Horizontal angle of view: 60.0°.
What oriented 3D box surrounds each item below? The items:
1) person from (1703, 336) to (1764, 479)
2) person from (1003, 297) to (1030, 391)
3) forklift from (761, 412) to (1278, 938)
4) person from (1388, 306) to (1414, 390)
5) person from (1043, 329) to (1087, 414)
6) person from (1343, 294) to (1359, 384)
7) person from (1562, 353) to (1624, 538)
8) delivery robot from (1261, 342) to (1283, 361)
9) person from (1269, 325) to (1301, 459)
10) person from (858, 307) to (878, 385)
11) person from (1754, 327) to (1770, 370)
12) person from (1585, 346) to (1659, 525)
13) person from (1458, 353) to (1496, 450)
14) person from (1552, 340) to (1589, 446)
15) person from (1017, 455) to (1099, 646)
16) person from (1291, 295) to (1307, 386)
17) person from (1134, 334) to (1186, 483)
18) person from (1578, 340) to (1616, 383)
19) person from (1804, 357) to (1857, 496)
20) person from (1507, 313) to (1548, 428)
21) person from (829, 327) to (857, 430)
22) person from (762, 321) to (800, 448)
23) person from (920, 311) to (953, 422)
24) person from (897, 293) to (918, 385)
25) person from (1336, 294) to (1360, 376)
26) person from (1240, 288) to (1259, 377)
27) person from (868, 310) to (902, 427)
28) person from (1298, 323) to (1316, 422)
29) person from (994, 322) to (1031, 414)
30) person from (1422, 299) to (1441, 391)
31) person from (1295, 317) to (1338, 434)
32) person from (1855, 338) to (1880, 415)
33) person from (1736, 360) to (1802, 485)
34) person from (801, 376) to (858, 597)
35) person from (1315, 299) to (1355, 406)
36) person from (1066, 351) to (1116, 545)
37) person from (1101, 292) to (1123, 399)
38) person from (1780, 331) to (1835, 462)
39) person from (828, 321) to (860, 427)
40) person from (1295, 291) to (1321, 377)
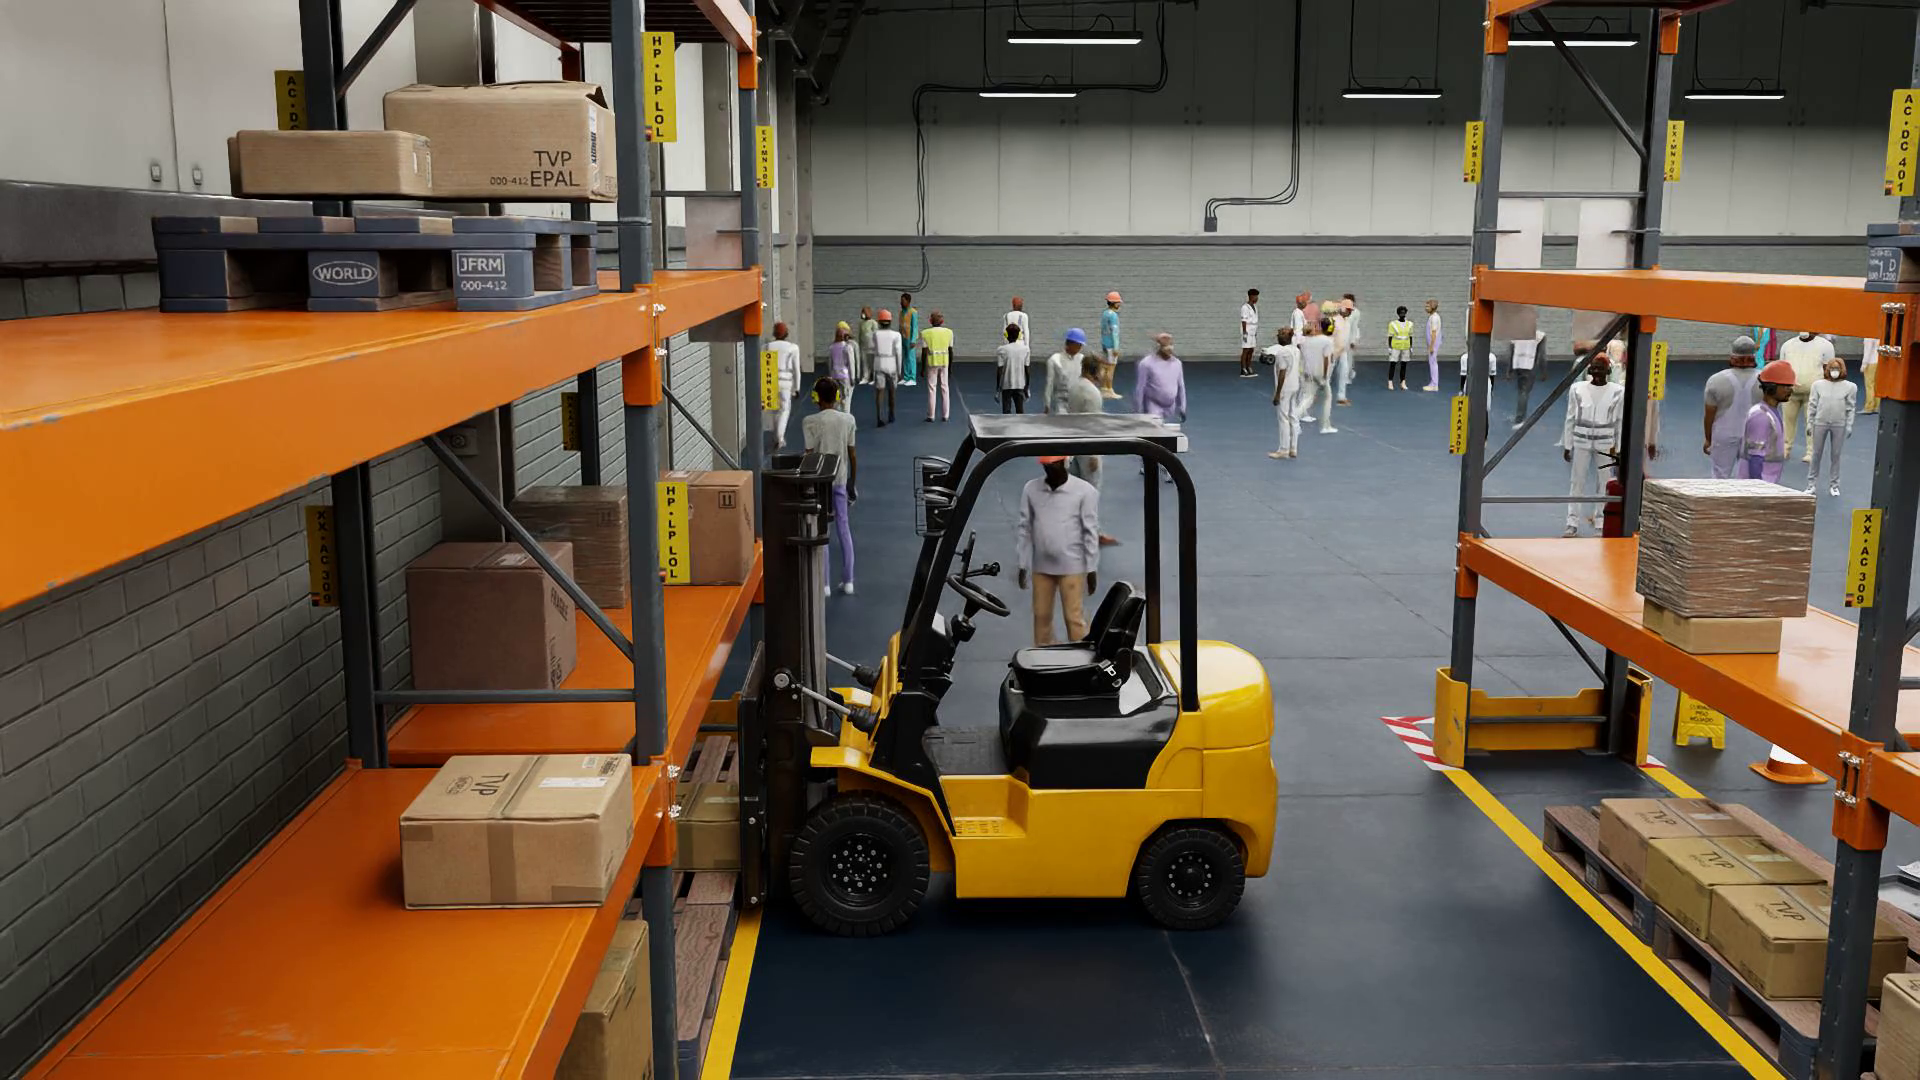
[{"bbox_3d":[7.939,-1.065,16.992,0.682,2.000,0.537,4,11,20],"label":"person"},{"bbox_3d":[1.136,-3.899,33.214,0.572,1.886,0.353,7,12,34],"label":"person"},{"bbox_3d":[0.291,0.548,7.580,2.313,2.155,1.214,0,10,-2],"label":"forklift"},{"bbox_3d":[8.894,-3.873,33.592,0.539,1.695,0.318,-1,10,-7],"label":"person"},{"bbox_3d":[1.395,-1.647,20.616,0.646,1.900,0.755,-3,11,-17],"label":"person"},{"bbox_3d":[8.131,-4.210,34.888,0.443,1.901,0.619,-4,11,-19],"label":"person"},{"bbox_3d":[6.371,-0.937,16.723,0.572,1.883,0.355,5,11,25],"label":"person"},{"bbox_3d":[7.701,-4.573,40.413,0.707,0.478,0.477,-2,10,-10],"label":"delivery robot"},{"bbox_3d":[4.493,-2.034,22.937,0.325,1.843,0.517,8,13,39],"label":"person"},{"bbox_3d":[-1.942,-4.074,34.892,0.507,1.631,0.271,8,13,38],"label":"person"},{"bbox_3d":[16.610,-4.110,34.538,0.355,1.836,0.513,6,12,29],"label":"person"},{"bbox_3d":[6.923,-1.033,17.090,0.626,1.957,1.009,-7,12,-33],"label":"person"},{"bbox_3d":[7.430,-2.135,23.921,0.540,1.693,0.316,-1,10,-5],"label":"person"},{"bbox_3d":[8.990,-2.089,23.996,0.775,1.607,0.532,6,12,32],"label":"person"},{"bbox_3d":[0.640,0.150,11.036,0.583,1.747,0.338,6,12,29],"label":"person"},{"bbox_3d":[7.017,-4.131,34.507,0.337,1.882,0.584,2,10,9],"label":"person"},{"bbox_3d":[2.536,-1.659,20.841,0.653,1.848,1.039,-6,12,-29],"label":"person"},{"bbox_3d":[8.857,-1.969,23.184,0.522,1.632,0.314,10,14,44],"label":"person"},{"bbox_3d":[10.274,-1.339,19.645,0.500,1.636,0.286,5,12,28],"label":"person"},{"bbox_3d":[9.187,-2.750,26.791,0.814,1.884,0.609,-10,14,-43],"label":"person"},{"bbox_3d":[-1.873,-2.567,26.482,0.523,1.638,0.310,9,13,40],"label":"person"},{"bbox_3d":[-2.616,-2.217,23.976,0.595,1.856,0.829,1,10,7],"label":"person"},{"bbox_3d":[-0.381,-2.873,27.606,0.565,1.846,0.390,-4,11,-20],"label":"person"},{"bbox_3d":[-1.095,-4.190,34.743,0.386,1.918,0.595,-7,12,-34],"label":"person"},{"bbox_3d":[8.706,-4.602,37.315,0.519,1.815,0.783,7,12,34],"label":"person"},{"bbox_3d":[6.434,-4.599,36.925,0.384,1.956,0.609,7,12,33],"label":"person"},{"bbox_3d":[-1.227,-2.799,27.096,0.545,1.895,0.962,0,10,2],"label":"person"},{"bbox_3d":[5.794,-2.794,27.741,0.307,1.641,0.513,4,11,21],"label":"person"},{"bbox_3d":[0.730,-2.102,23.245,0.533,1.871,0.320,-3,11,-17],"label":"person"},{"bbox_3d":[9.493,-3.912,33.435,0.348,1.837,0.502,2,10,13],"label":"person"},{"bbox_3d":[5.536,-2.558,25.906,0.834,1.833,0.509,-5,12,-28],"label":"person"},{"bbox_3d":[15.805,-3.055,28.842,0.523,1.769,0.323,-6,12,-31],"label":"person"},{"bbox_3d":[6.589,-0.452,13.616,0.419,2.034,0.605,7,12,33],"label":"person"},{"bbox_3d":[-1.112,-0.451,14.064,0.530,1.864,0.313,-6,12,-29],"label":"person"},{"bbox_3d":[6.850,-3.445,30.528,0.674,1.943,0.890,-8,13,-36],"label":"person"},{"bbox_3d":[1.258,-0.928,16.586,0.421,1.930,0.640,-3,11,-16],"label":"person"},{"bbox_3d":[2.903,-3.700,31.666,0.385,2.041,0.615,-2,10,-13],"label":"person"},{"bbox_3d":[11.474,-2.082,22.659,0.683,2.000,0.535,9,13,40],"label":"person"},{"bbox_3d":[-1.860,-2.645,26.671,0.507,1.720,0.441,0,10,-2],"label":"person"},{"bbox_3d":[7.661,-4.560,36.863,0.640,1.901,0.401,-3,11,-17],"label":"person"}]
